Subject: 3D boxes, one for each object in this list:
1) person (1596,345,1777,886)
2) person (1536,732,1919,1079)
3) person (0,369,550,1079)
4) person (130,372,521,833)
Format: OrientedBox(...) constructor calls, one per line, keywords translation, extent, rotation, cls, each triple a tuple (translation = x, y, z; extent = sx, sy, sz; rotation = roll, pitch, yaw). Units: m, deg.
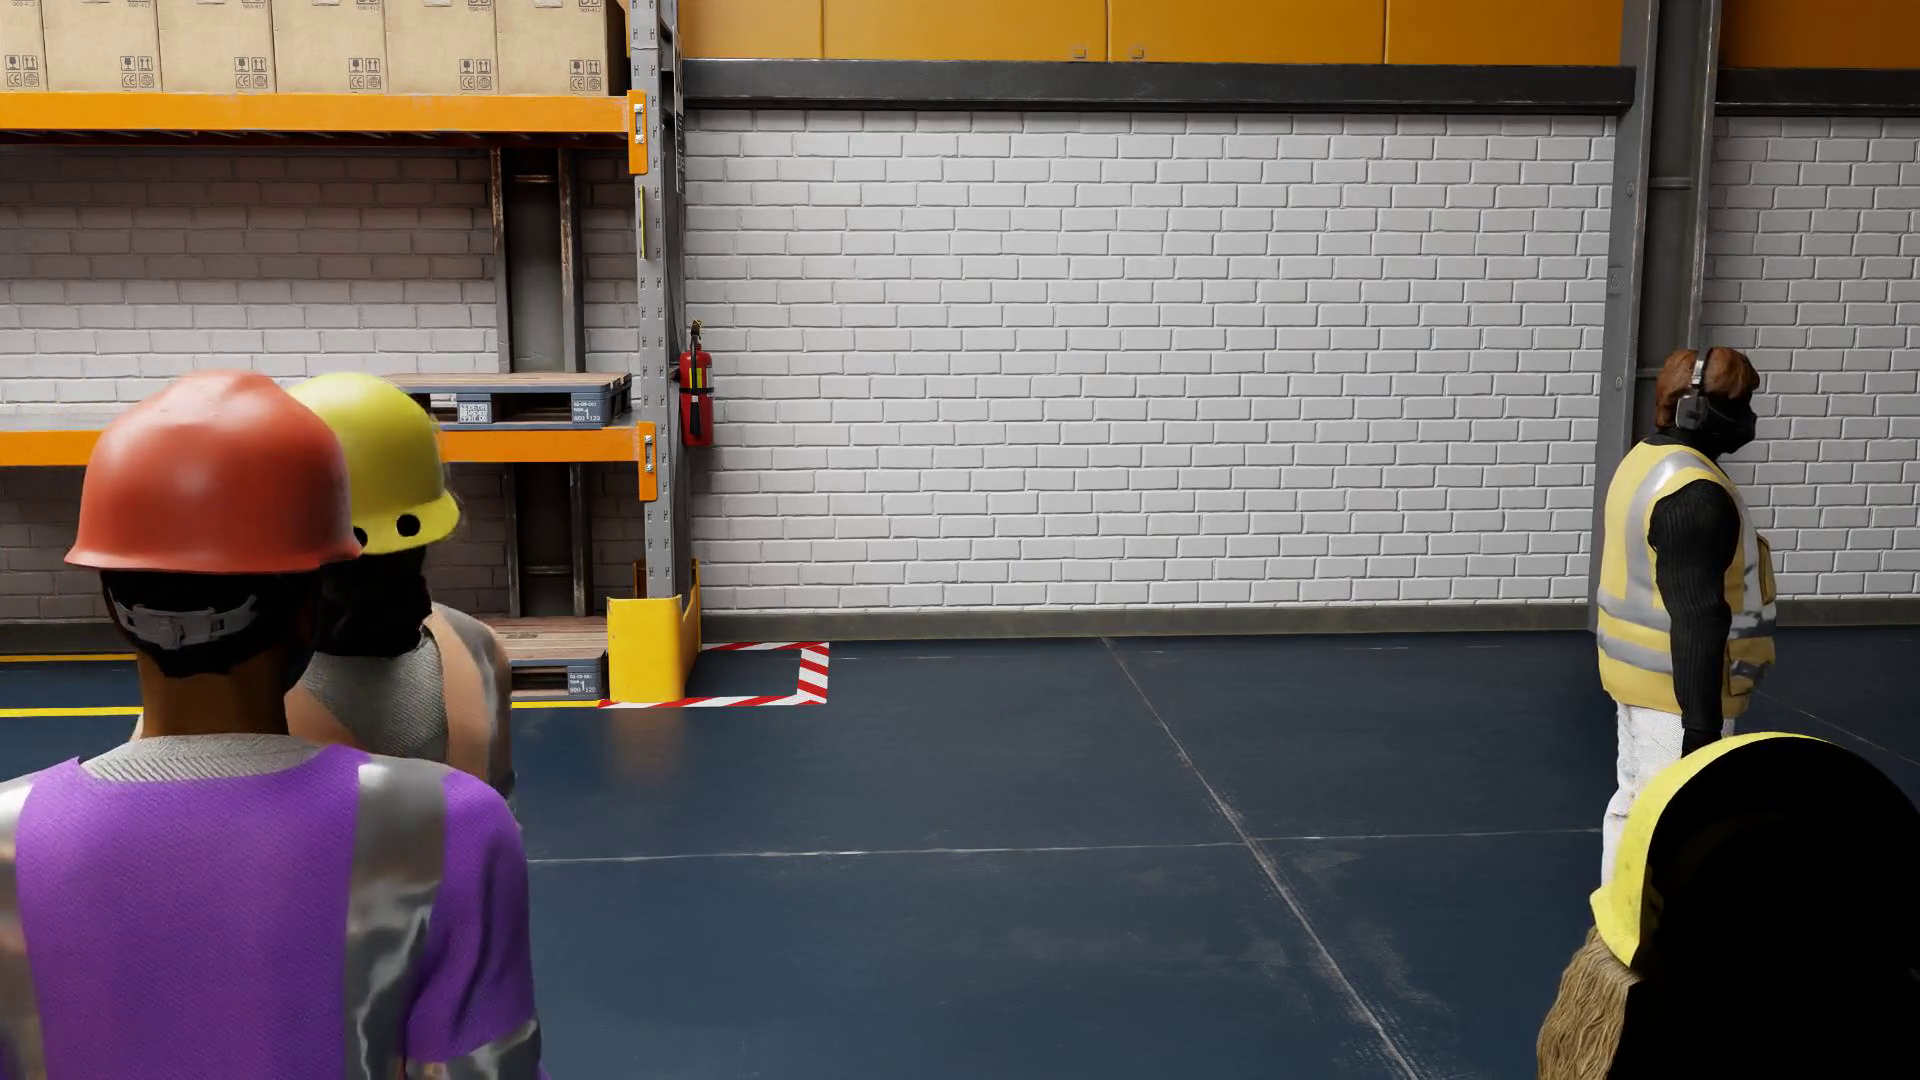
OrientedBox(translation=(1.919, 0.408, 4.424), extent=(0.429, 1.840, 0.636), rotation=(2, 9, 10), cls="person")
OrientedBox(translation=(0.498, 0.982, 1.125), extent=(0.484, 1.744, 0.296), rotation=(-2, 9, -10), cls="person")
OrientedBox(translation=(-0.671, 0.806, 1.619), extent=(0.552, 1.935, 0.374), rotation=(-2, 9, -12), cls="person")
OrientedBox(translation=(-0.775, 0.731, 2.219), extent=(0.420, 1.910, 0.604), rotation=(5, 10, 27), cls="person")
